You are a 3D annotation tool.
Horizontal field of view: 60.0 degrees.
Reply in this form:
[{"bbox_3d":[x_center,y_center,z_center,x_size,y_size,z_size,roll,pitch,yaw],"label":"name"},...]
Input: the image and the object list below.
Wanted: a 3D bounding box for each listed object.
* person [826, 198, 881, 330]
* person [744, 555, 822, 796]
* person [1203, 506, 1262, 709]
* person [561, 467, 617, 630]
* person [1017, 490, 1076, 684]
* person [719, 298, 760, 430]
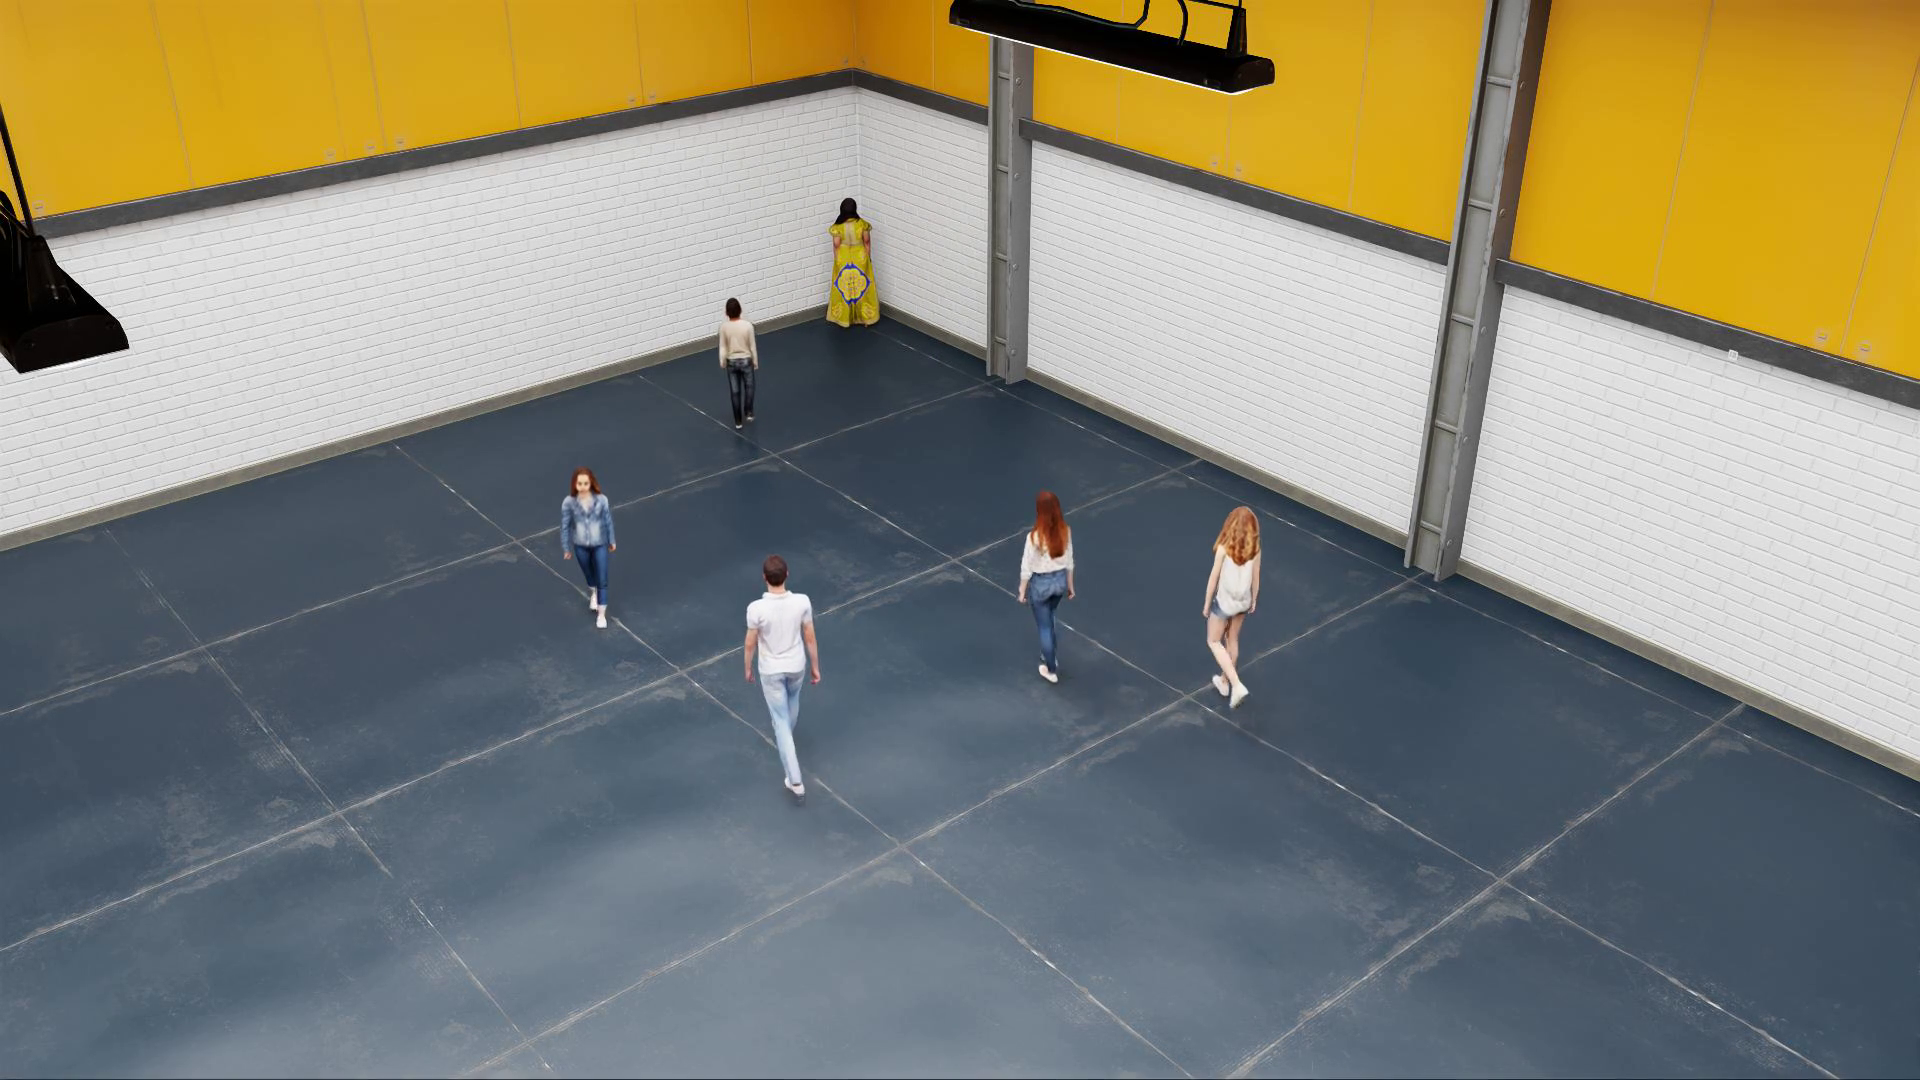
[{"bbox_3d":[-1.337,-3.440,20.637,0.998,1.660,1.006,-4,29,-8],"label":"person"},{"bbox_3d":[-1.291,1.025,12.304,0.930,1.800,1.325,-12,31,-20],"label":"person"},{"bbox_3d":[2.183,0.574,13.188,0.795,1.745,0.976,-9,30,-15],"label":"person"},{"bbox_3d":[-3.229,0.005,14.544,0.913,1.445,1.065,-4,29,-7],"label":"person"},{"bbox_3d":[0.765,0.416,13.510,0.682,1.715,0.701,-13,31,-23],"label":"person"},{"bbox_3d":[-2.391,-1.884,18.001,0.675,1.452,0.714,-3,29,-6],"label":"person"}]
